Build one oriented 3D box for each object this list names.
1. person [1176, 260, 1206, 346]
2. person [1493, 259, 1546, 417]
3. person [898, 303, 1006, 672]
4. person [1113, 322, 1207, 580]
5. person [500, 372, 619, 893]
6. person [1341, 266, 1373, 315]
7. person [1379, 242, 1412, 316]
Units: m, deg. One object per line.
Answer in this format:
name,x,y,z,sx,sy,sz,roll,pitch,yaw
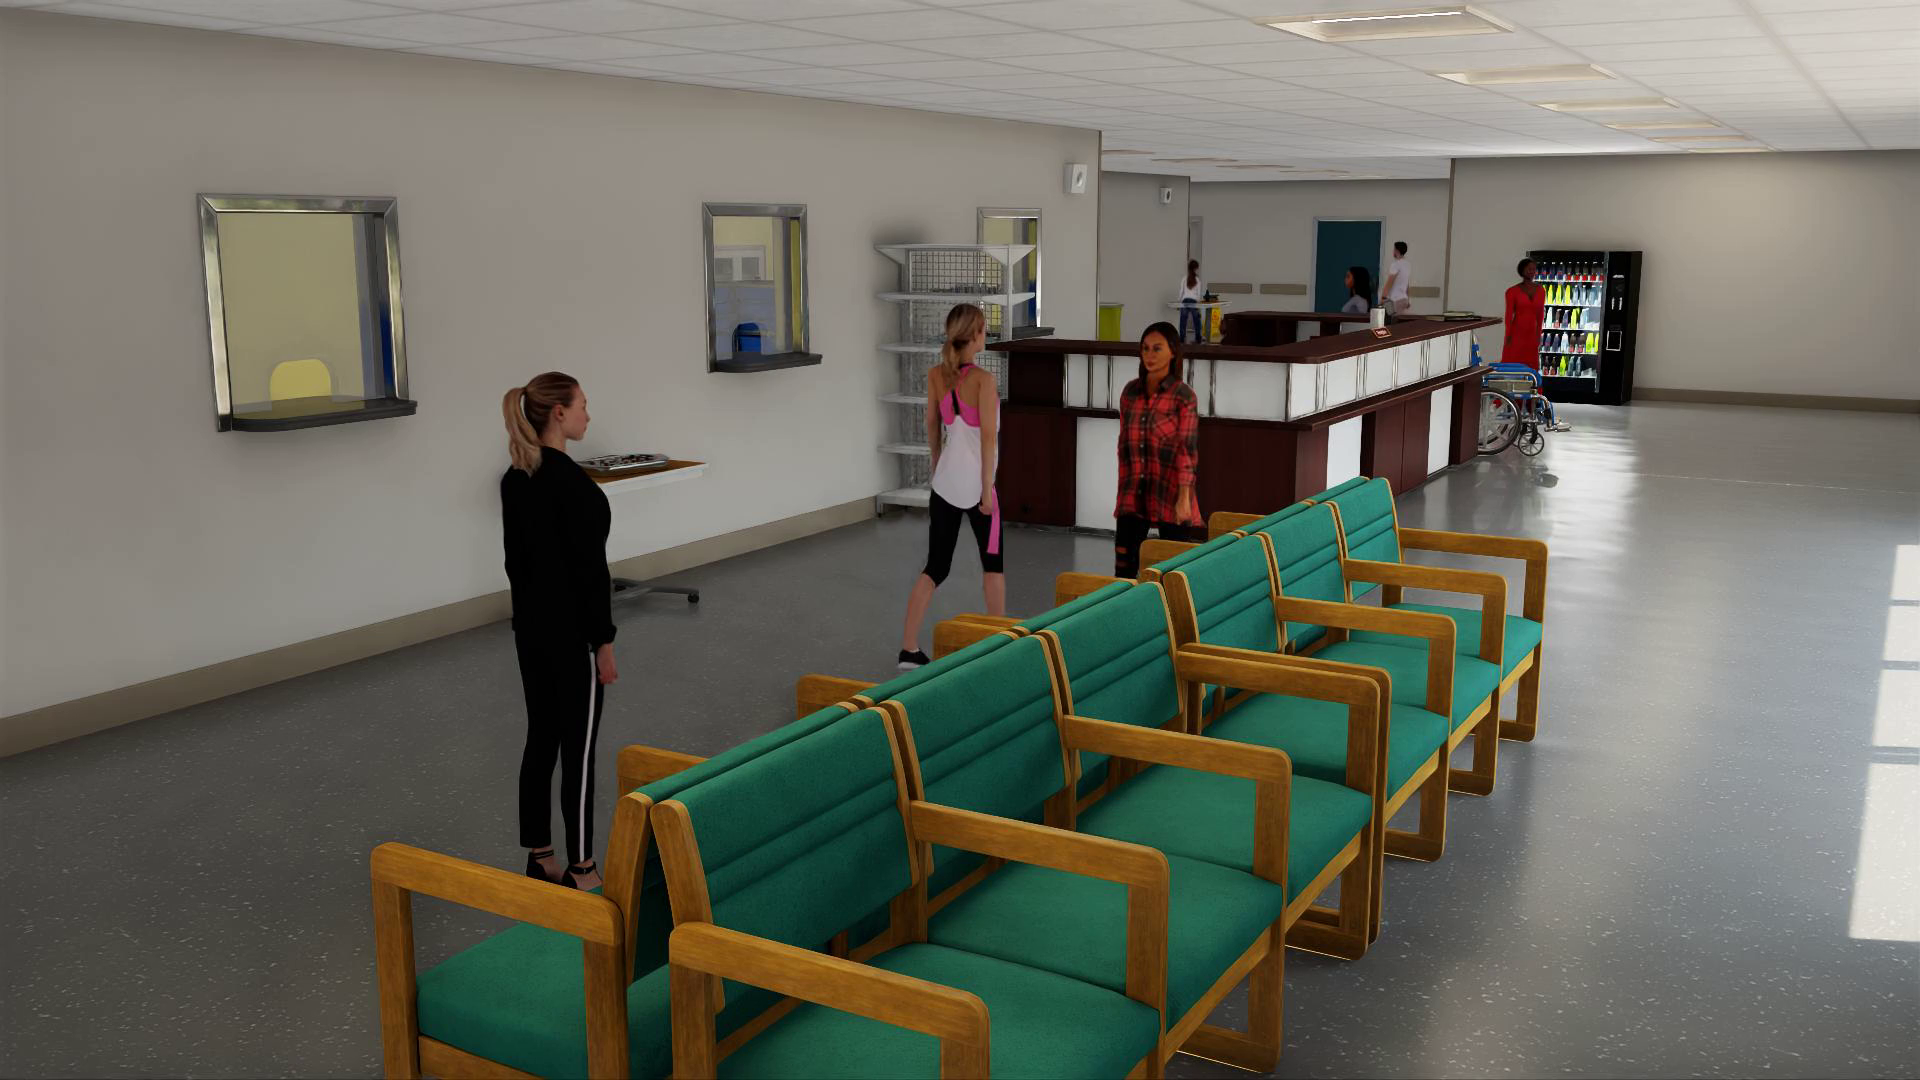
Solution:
person,3.977,-4.055,28.843,1.038,1.509,0.969,1,11,6
person,6.174,-2.183,18.378,1.177,1.732,1.125,-1,11,-5
person,-0.055,-0.195,7.868,1.117,1.743,0.803,9,14,39
person,0.994,-0.192,8.051,0.889,1.671,0.763,8,14,38
person,-1.266,0.325,5.238,0.508,1.704,0.700,9,14,38
person,4.178,-1.923,17.087,1.067,1.703,0.851,2,11,8
person,7.024,-3.752,26.376,1.250,1.833,0.780,8,13,37
